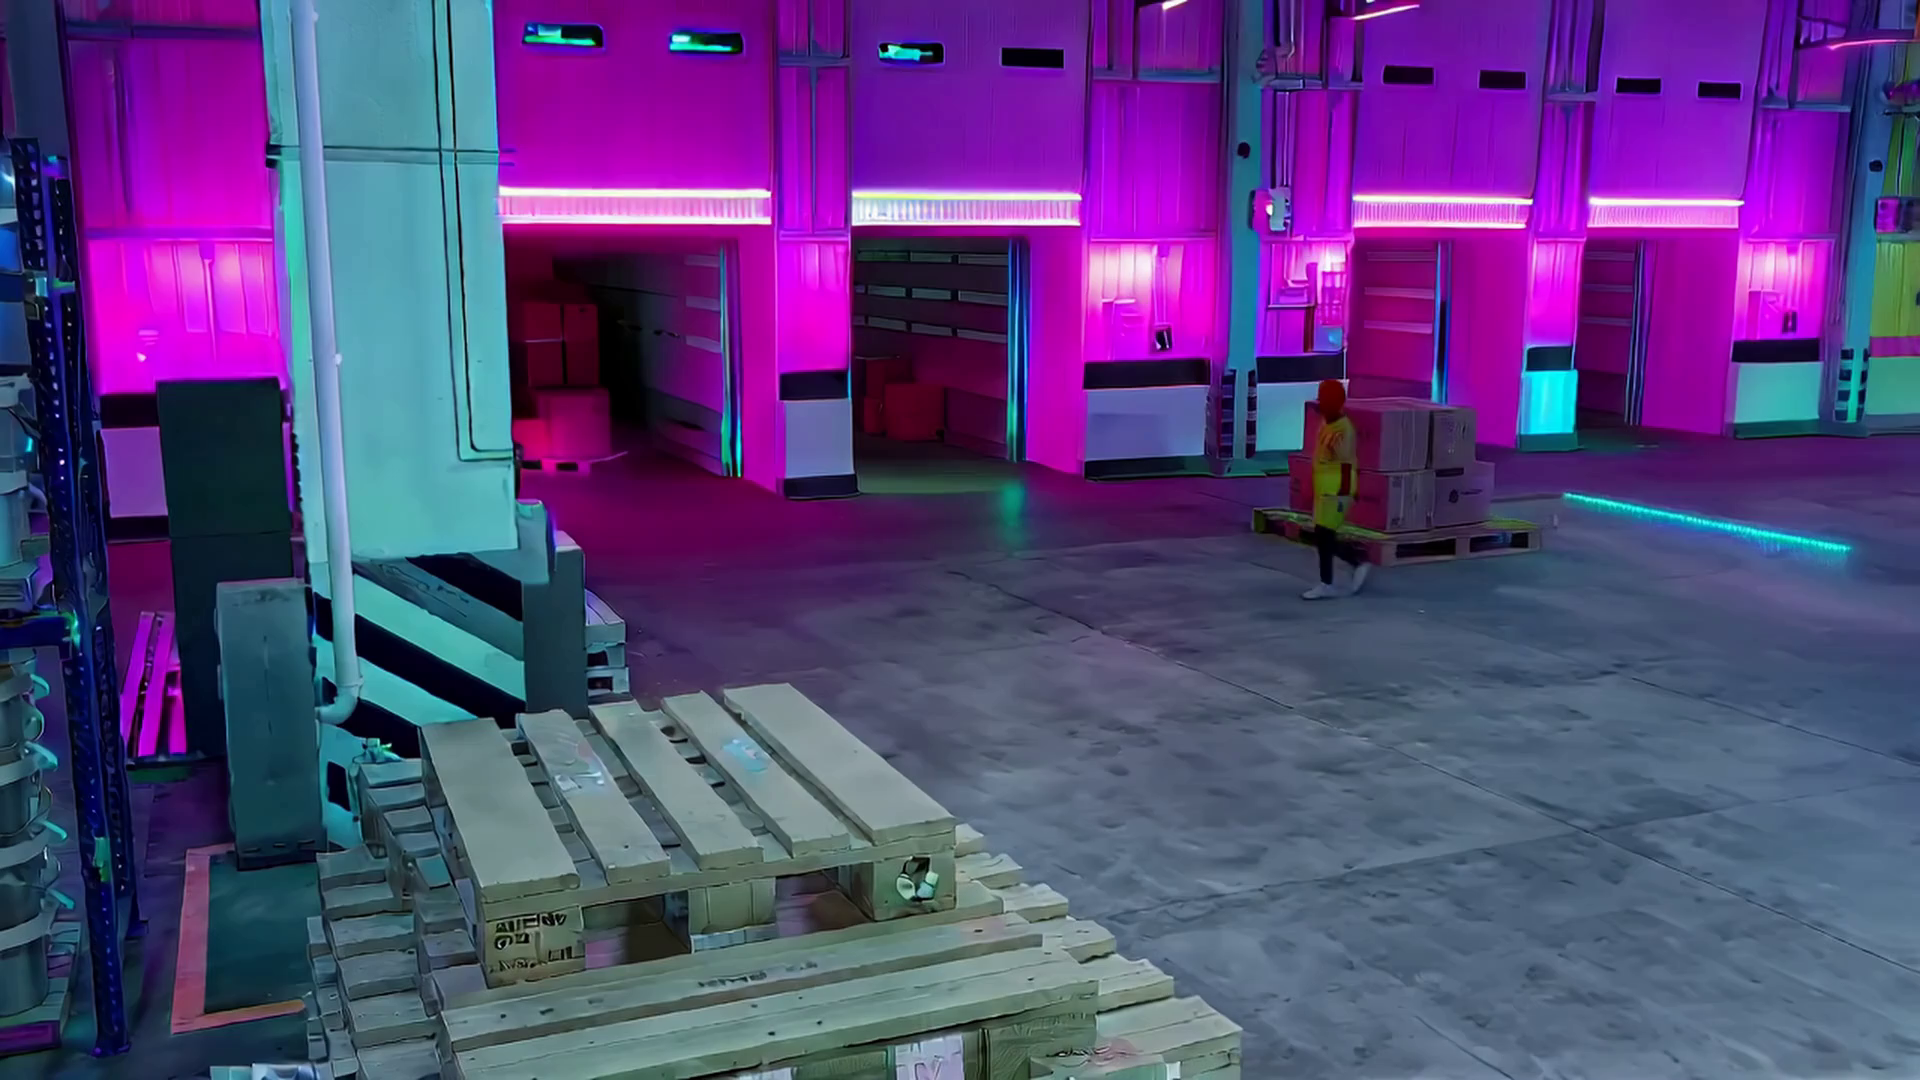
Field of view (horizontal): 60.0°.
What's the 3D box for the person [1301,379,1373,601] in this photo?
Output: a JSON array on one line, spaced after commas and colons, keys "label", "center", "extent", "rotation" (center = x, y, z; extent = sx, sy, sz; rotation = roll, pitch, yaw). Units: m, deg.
[{"label": "person", "center": [2.814, -0.359, 12.438], "extent": [0.426, 1.684, 0.546], "rotation": [-2, 11, -13]}]
